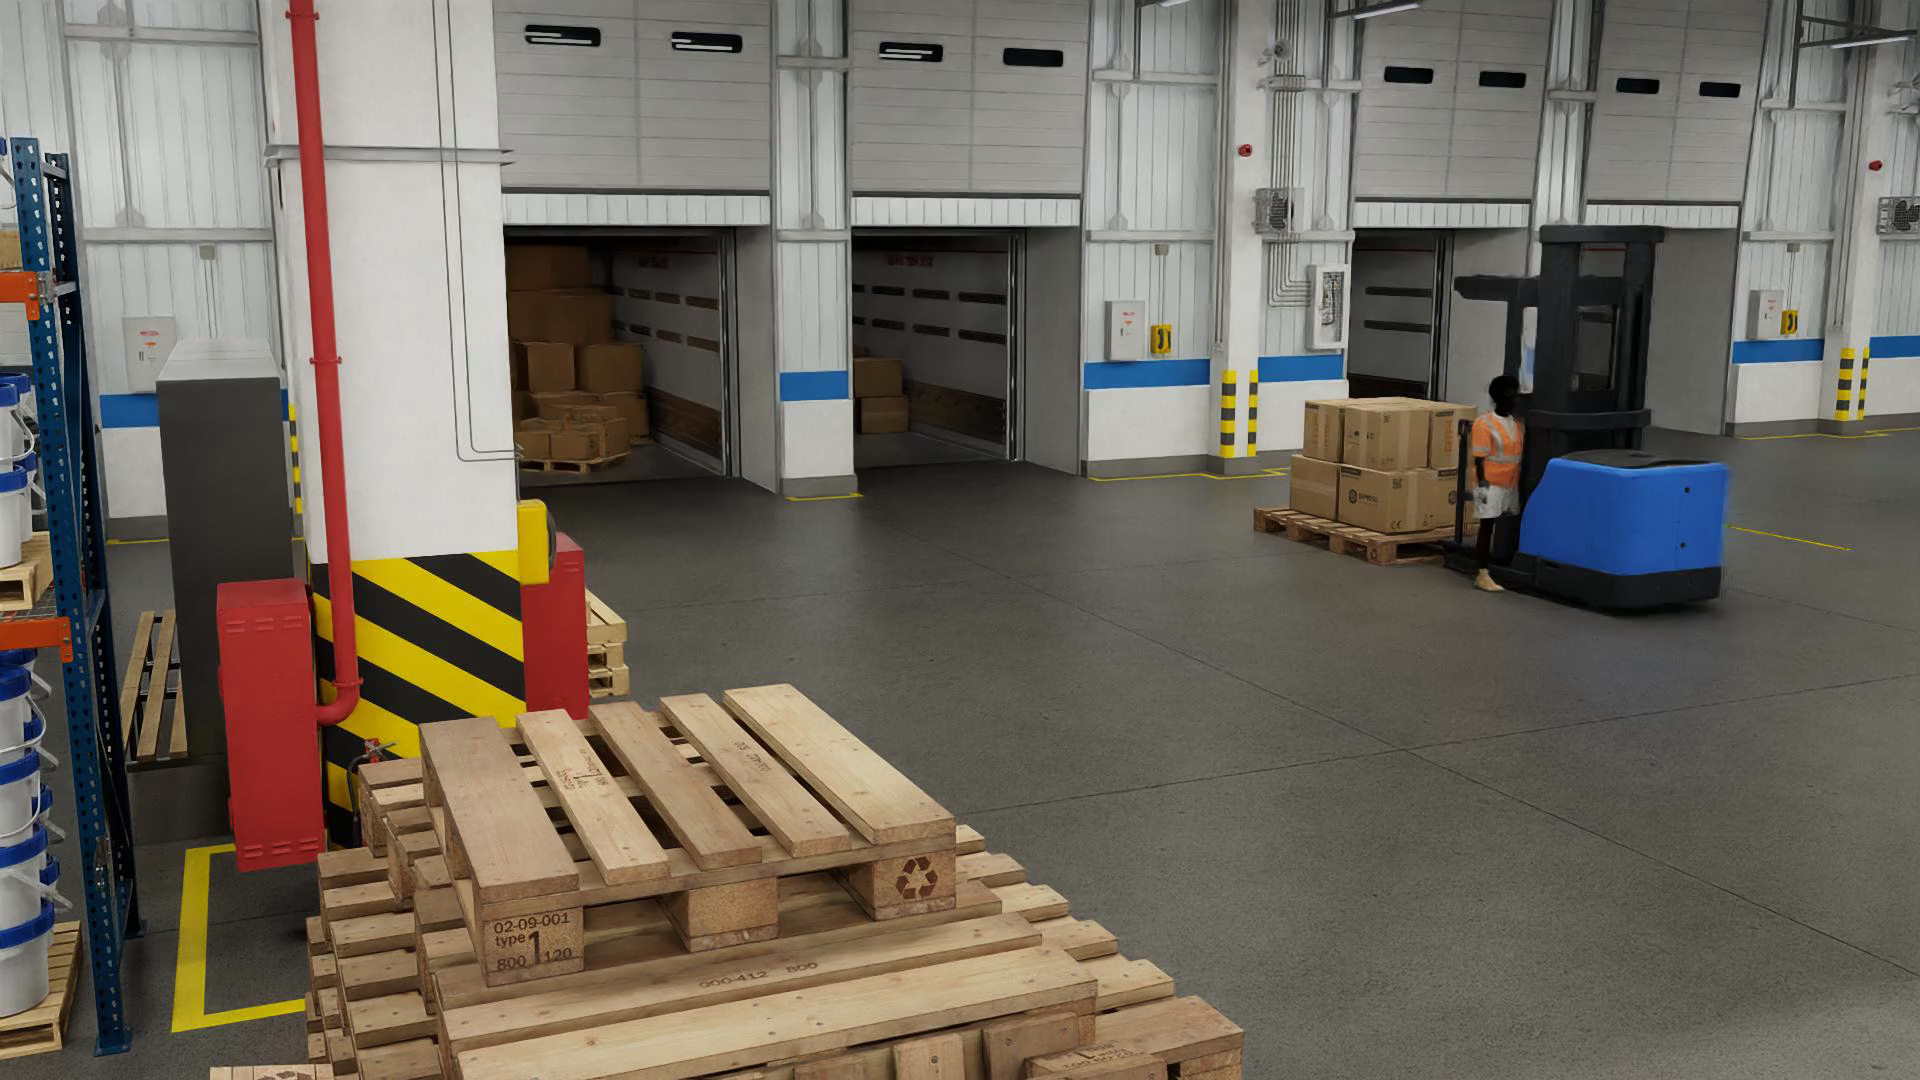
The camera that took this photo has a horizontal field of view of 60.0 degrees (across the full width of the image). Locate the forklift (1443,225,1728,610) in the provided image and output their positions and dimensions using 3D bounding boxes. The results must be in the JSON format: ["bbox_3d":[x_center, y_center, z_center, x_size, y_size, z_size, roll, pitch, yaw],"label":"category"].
[{"bbox_3d":[4.841,-1.011,12.756,1.129,2.768,1.873,-4,11,-23],"label":"forklift"}]

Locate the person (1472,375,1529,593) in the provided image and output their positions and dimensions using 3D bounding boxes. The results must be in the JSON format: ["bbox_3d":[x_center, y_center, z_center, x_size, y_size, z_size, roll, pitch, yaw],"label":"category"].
[{"bbox_3d":[4.179,-0.439,12.887,0.549,1.686,0.361,-6,12,-29],"label":"person"}]
